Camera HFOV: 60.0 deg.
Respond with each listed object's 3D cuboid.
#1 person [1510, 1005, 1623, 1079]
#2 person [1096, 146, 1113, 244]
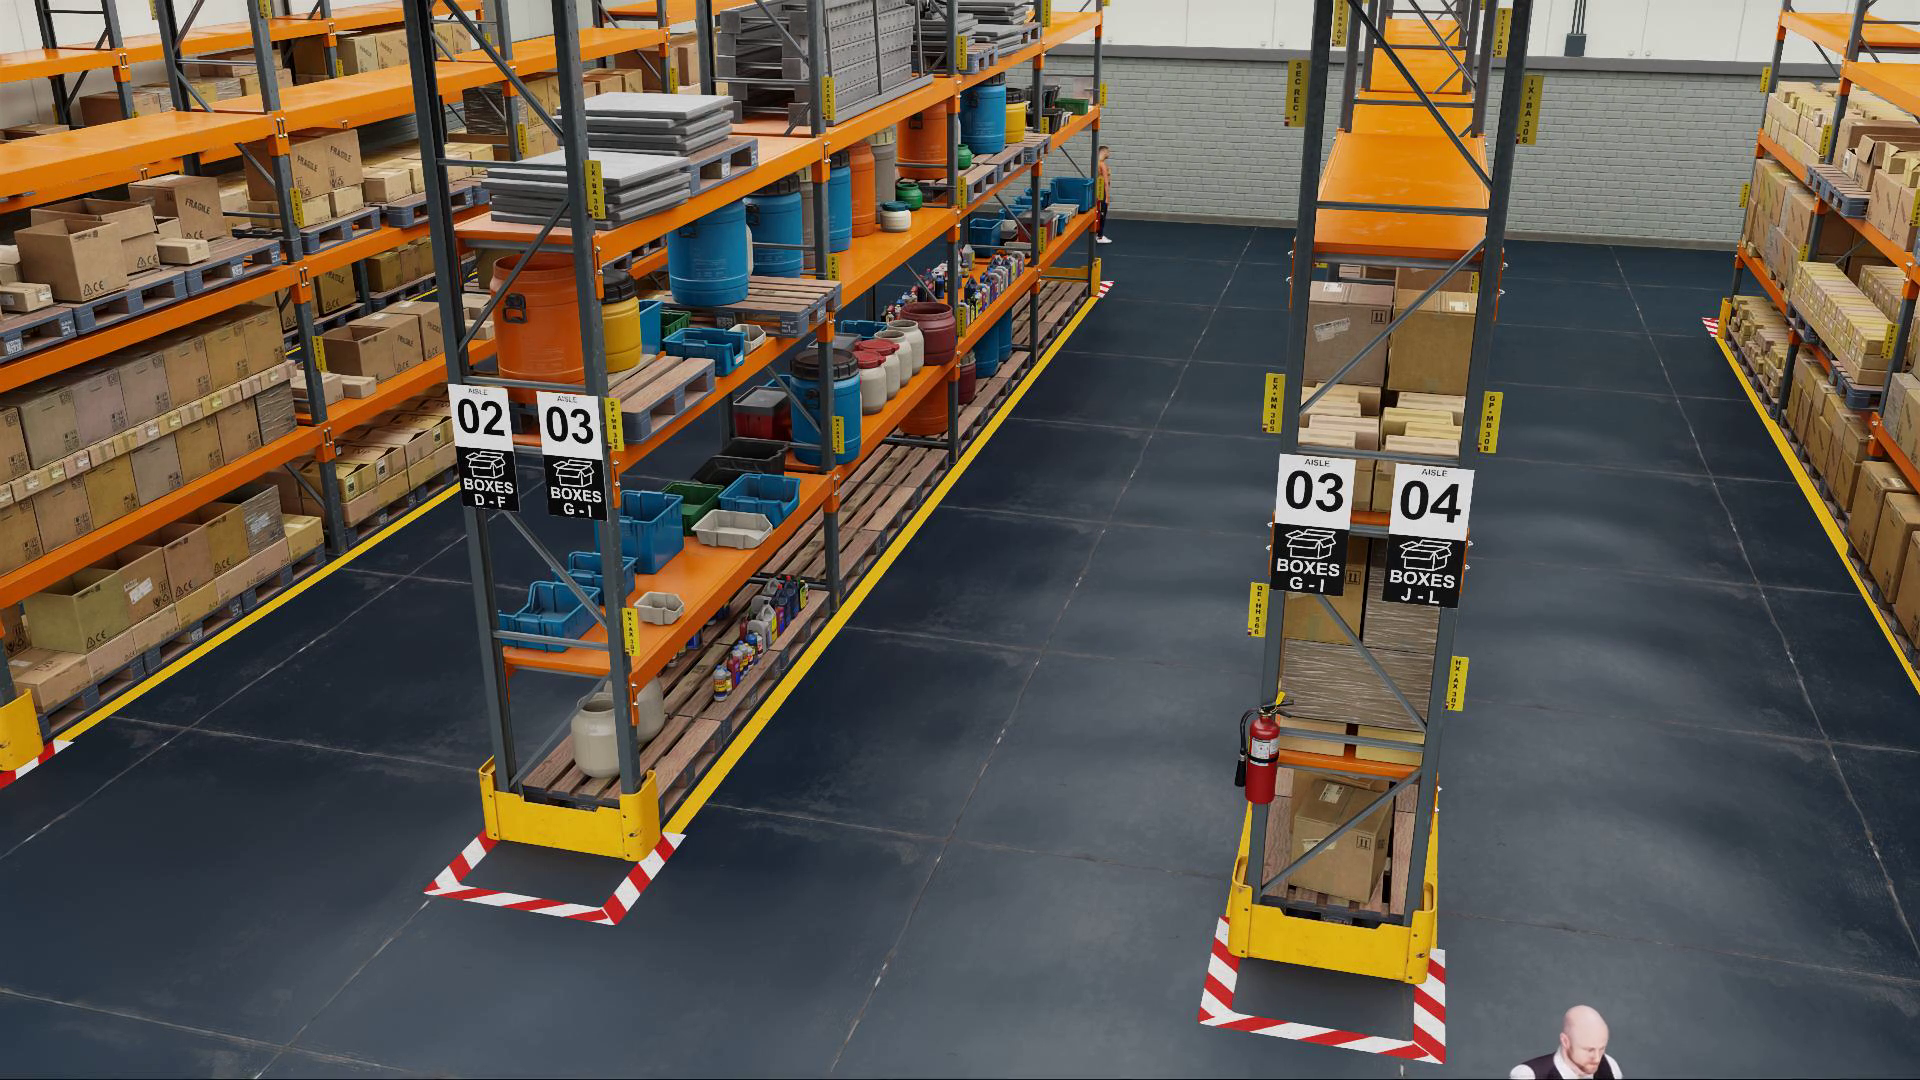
[{"bbox_3d":[2.499,2.731,7.045,0.784,1.826,0.806,-8,24,-19],"label":"person"},{"bbox_3d":[2.425,-5.927,28.472,0.706,1.629,0.595,-4,23,-11],"label":"person"}]
